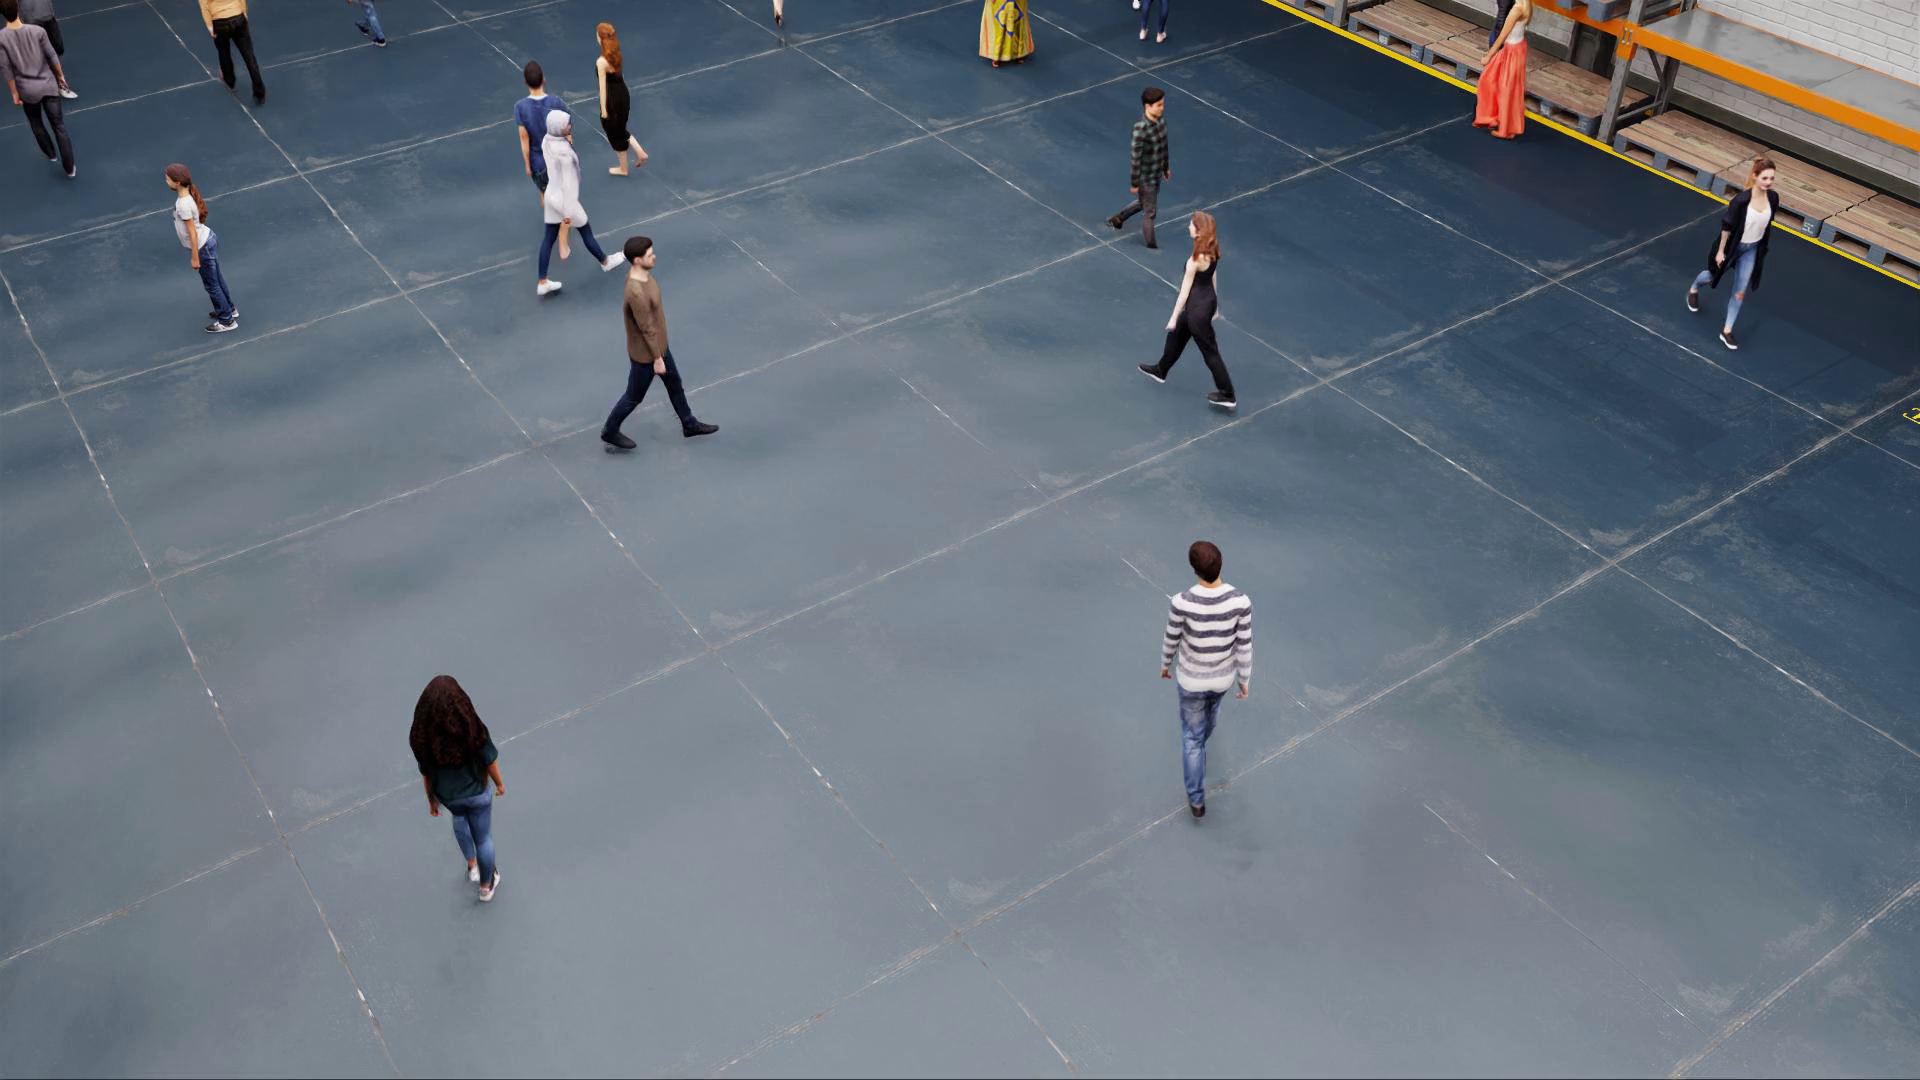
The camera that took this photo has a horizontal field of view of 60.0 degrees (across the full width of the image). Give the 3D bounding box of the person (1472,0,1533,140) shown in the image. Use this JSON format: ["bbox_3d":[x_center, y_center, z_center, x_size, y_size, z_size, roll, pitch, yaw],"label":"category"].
[{"bbox_3d":[5.886,-5.030,17.468,0.941,1.781,0.829,18,42,21],"label":"person"}]

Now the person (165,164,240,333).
[{"bbox_3d":[-6.657,-2.581,14.577,0.666,1.563,0.559,-8,39,-10],"label":"person"}]

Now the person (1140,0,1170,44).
[{"bbox_3d":[2.377,-6.712,19.611,0.717,1.735,0.785,10,40,12],"label":"person"}]

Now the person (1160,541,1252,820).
[{"bbox_3d":[1.508,0.894,10.034,1.010,1.800,1.202,0,39,0],"label":"person"}]

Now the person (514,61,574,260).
[{"bbox_3d":[-3.830,-3.492,15.528,0.923,1.798,1.252,-9,39,-11],"label":"person"}]

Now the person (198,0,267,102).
[{"bbox_3d":[-8.024,-5.657,18.314,0.736,1.706,1.182,-27,46,-30],"label":"person"}]

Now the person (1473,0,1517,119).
[{"bbox_3d":[5.854,-5.399,17.958,0.635,1.747,0.680,26,46,29],"label":"person"}]

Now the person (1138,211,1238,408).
[{"bbox_3d":[2.030,-1.815,13.519,1.221,1.685,0.931,19,42,22],"label":"person"}]

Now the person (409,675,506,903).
[{"bbox_3d":[-2.836,1.478,9.461,0.714,1.603,0.754,-4,39,-6],"label":"person"}]

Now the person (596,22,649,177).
[{"bbox_3d":[-3.408,-4.428,16.850,0.851,1.611,0.778,11,40,14],"label":"person"}]

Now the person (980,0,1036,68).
[{"bbox_3d":[0.561,-6.321,19.183,0.929,1.658,0.876,-14,41,-17],"label":"person"}]

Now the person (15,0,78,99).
[{"bbox_3d":[-10.292,-5.801,18.461,1.035,1.747,0.854,21,43,24],"label":"person"}]

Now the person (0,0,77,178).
[{"bbox_3d":[-9.323,-4.549,16.832,0.746,1.823,0.989,-18,42,-21],"label":"person"}]

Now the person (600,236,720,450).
[{"bbox_3d":[-2.529,-1.489,12.982,1.101,1.847,1.217,-4,39,-5],"label":"person"}]

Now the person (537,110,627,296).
[{"bbox_3d":[-3.650,-2.993,14.966,0.841,1.721,1.148,-31,48,-33],"label":"person"}]

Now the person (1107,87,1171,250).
[{"bbox_3d":[1.737,-3.527,15.879,1.106,1.694,0.925,21,43,24],"label":"person"}]

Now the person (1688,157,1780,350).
[{"bbox_3d":[6.734,-2.574,14.501,0.996,1.646,1.198,-1,39,-2],"label":"person"}]

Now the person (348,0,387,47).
[{"bbox_3d":[-7.023,-6.480,19.719,0.879,1.237,0.677,23,44,26],"label":"person"}]
